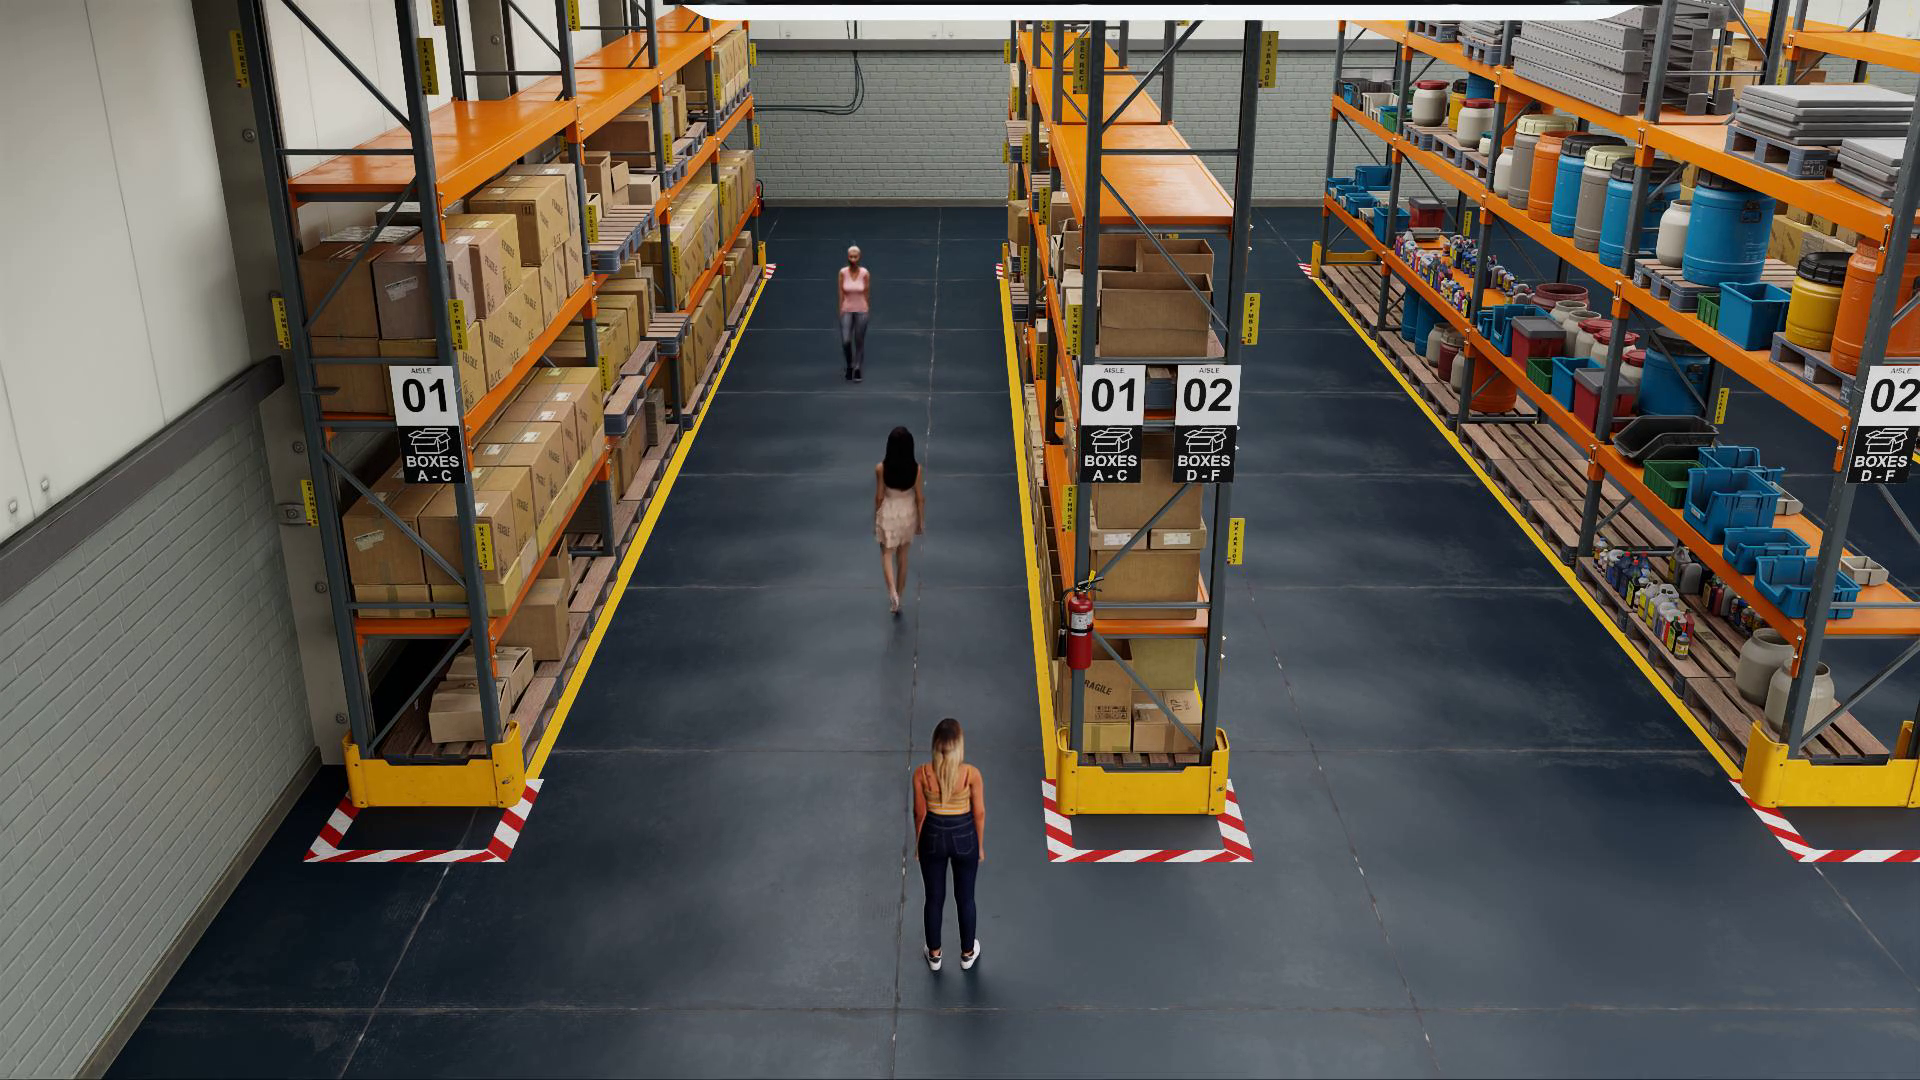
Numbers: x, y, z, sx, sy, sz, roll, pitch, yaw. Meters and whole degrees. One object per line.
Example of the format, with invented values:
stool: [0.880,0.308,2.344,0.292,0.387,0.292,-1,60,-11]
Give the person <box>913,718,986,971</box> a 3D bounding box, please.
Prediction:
person: [-0.064,1.776,9.700,0.560,1.629,0.506,0,22,1]

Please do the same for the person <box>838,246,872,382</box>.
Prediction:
person: [-1.330,-2.873,20.945,0.569,1.720,0.576,-1,22,-3]

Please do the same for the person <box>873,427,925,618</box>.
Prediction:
person: [-0.535,-0.105,14.173,0.619,1.725,0.684,-2,22,-5]
